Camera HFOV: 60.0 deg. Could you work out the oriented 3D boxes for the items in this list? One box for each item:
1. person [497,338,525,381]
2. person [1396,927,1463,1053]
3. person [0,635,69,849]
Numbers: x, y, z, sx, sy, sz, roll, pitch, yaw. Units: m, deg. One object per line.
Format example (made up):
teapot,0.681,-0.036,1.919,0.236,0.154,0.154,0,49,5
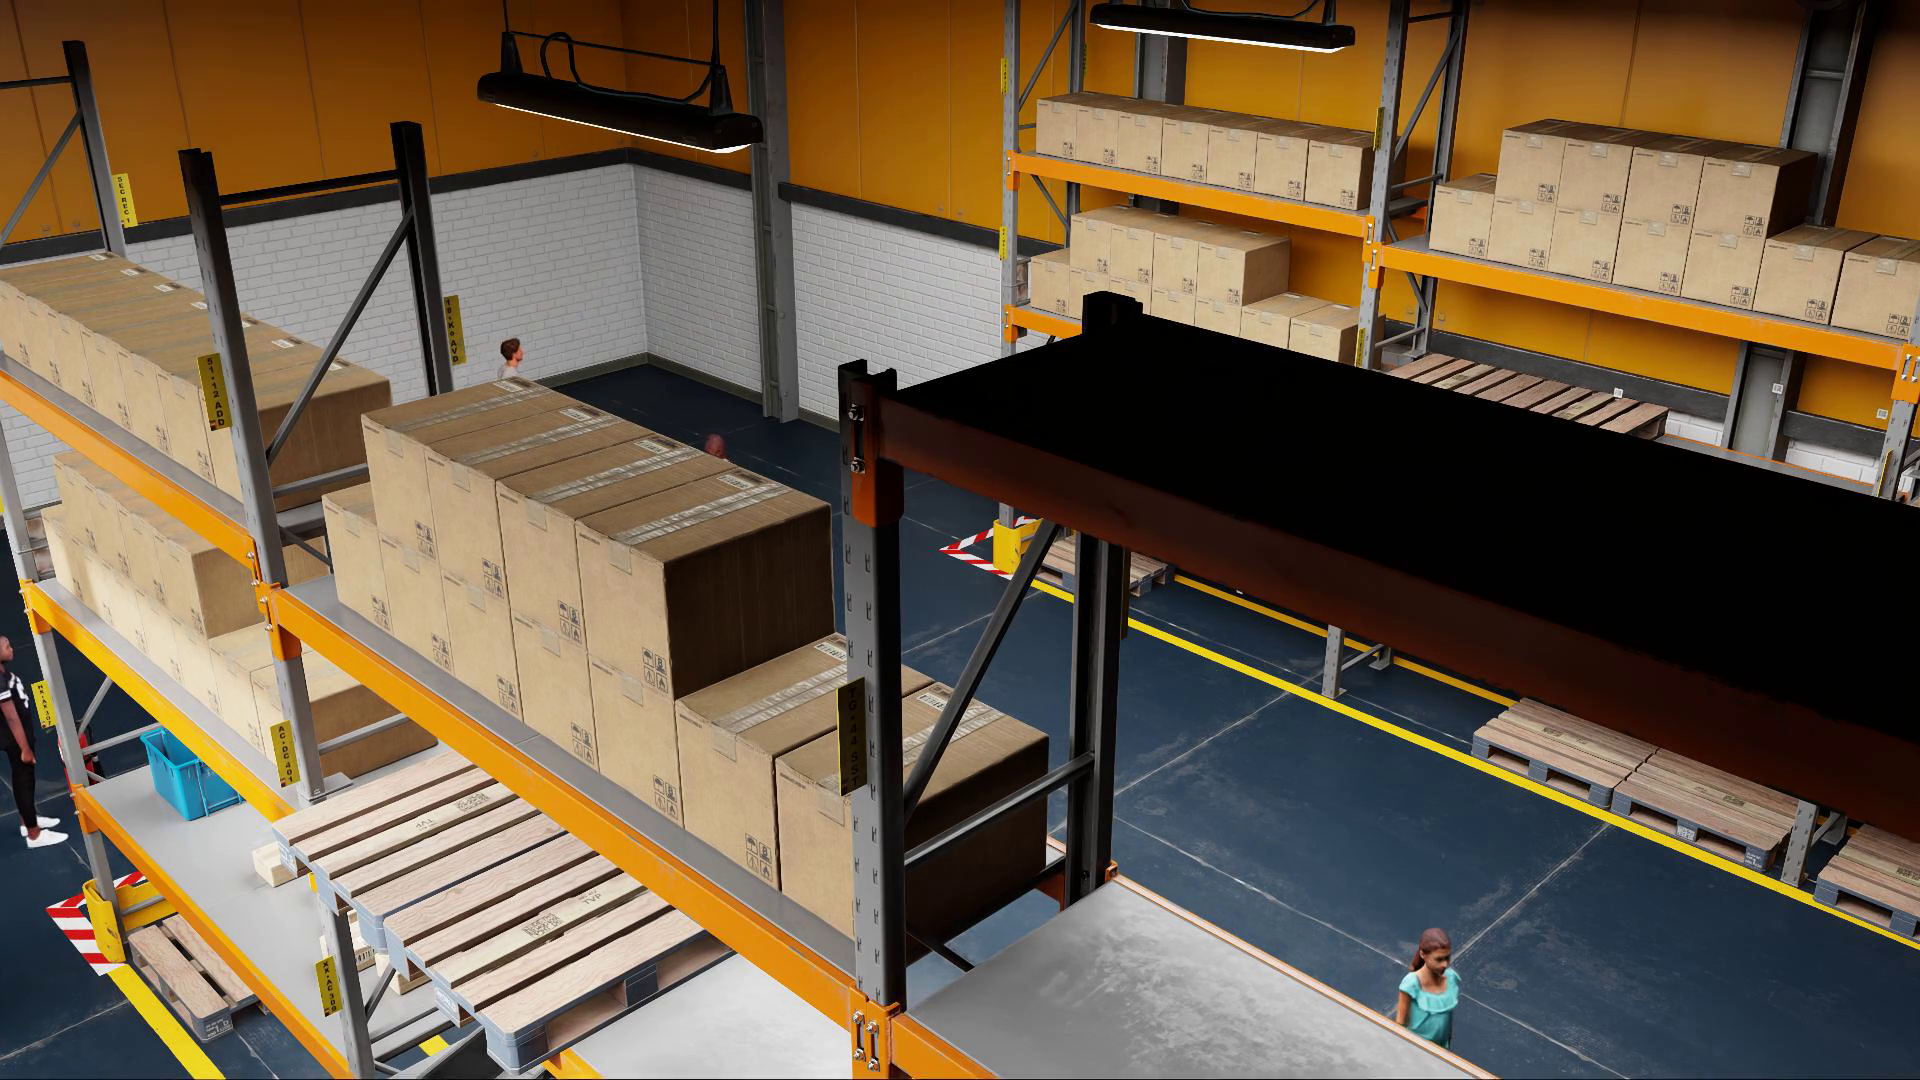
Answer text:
person,-5.059,-1.328,18.724,0.799,1.895,0.639,-14,27,-29
person,2.632,2.874,9.529,0.639,1.560,0.668,-8,25,-18
person,-7.092,1.487,12.490,0.702,1.730,0.542,-16,28,-33
